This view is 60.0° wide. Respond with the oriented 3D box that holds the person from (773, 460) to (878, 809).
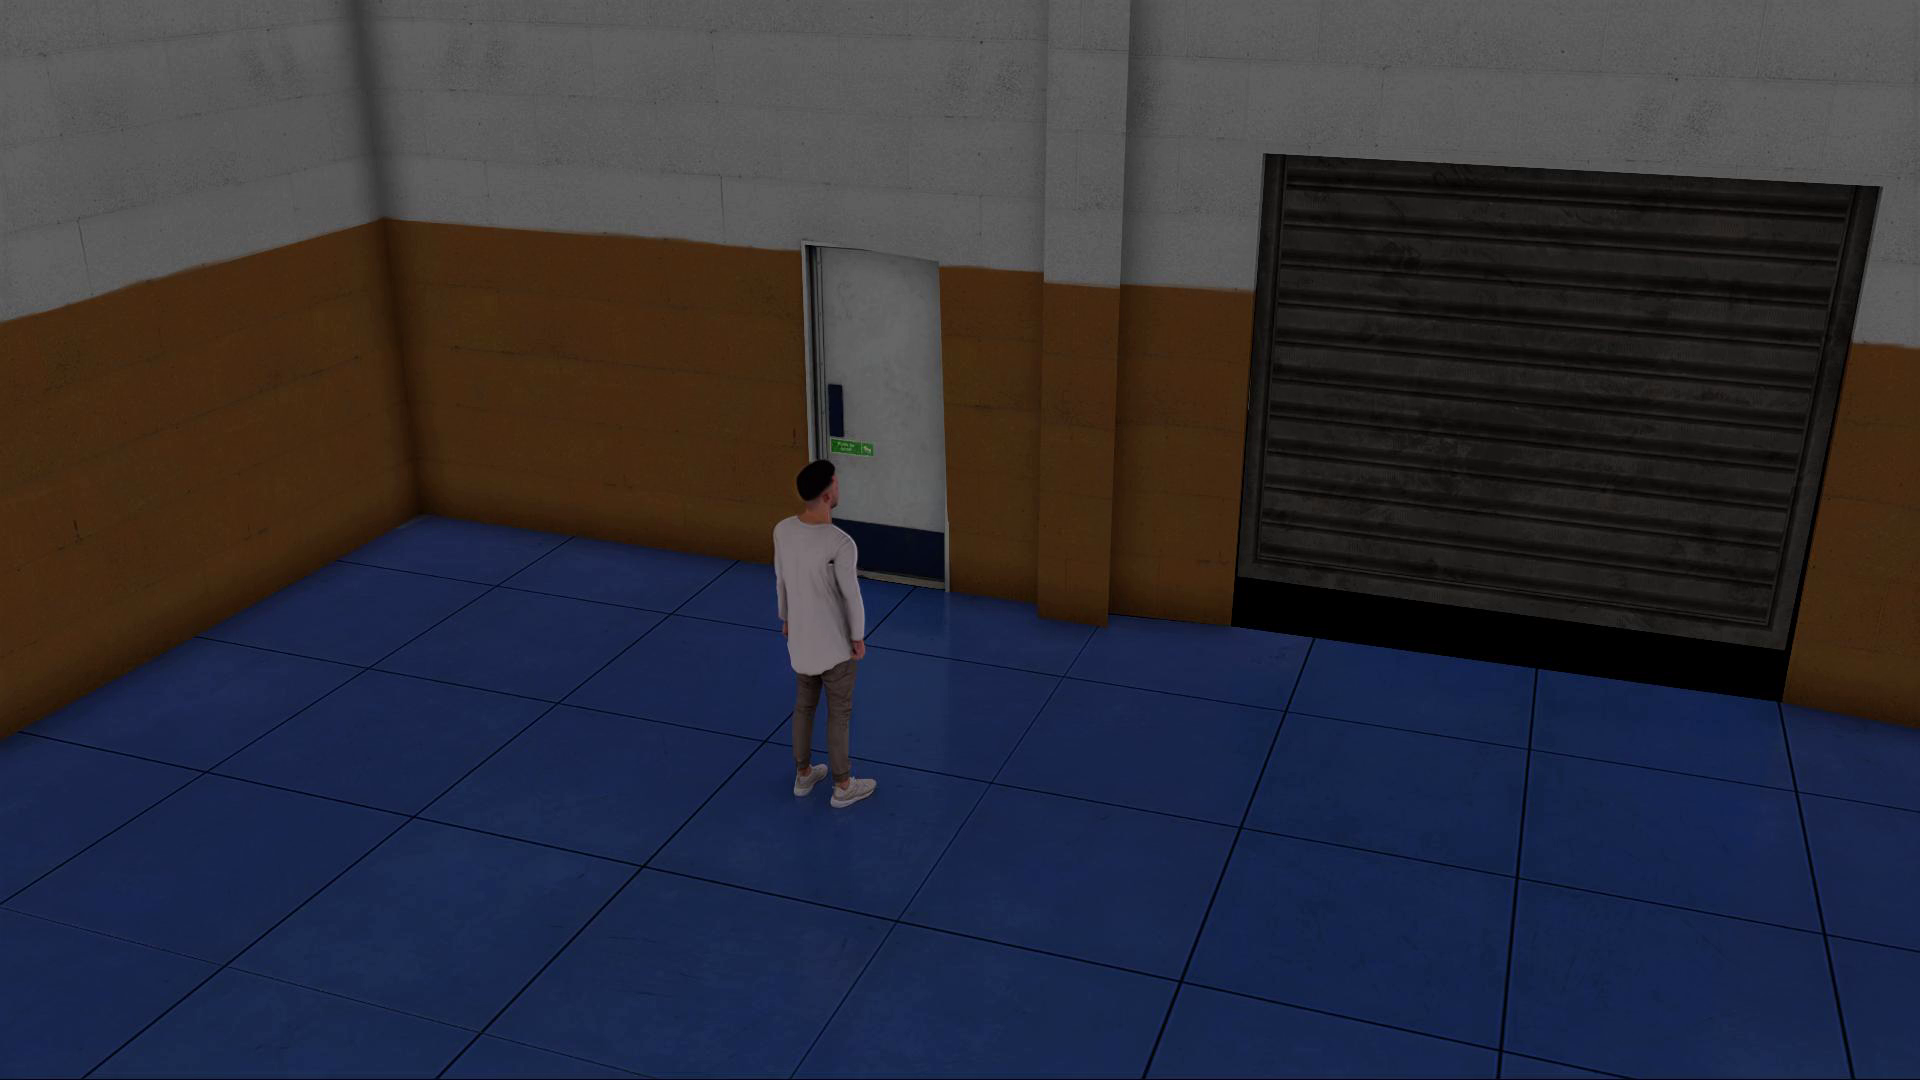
[{"bbox_3d":[-0.700,0.465,8.397,0.570,1.839,0.779,14,26,31],"label":"person"}]
